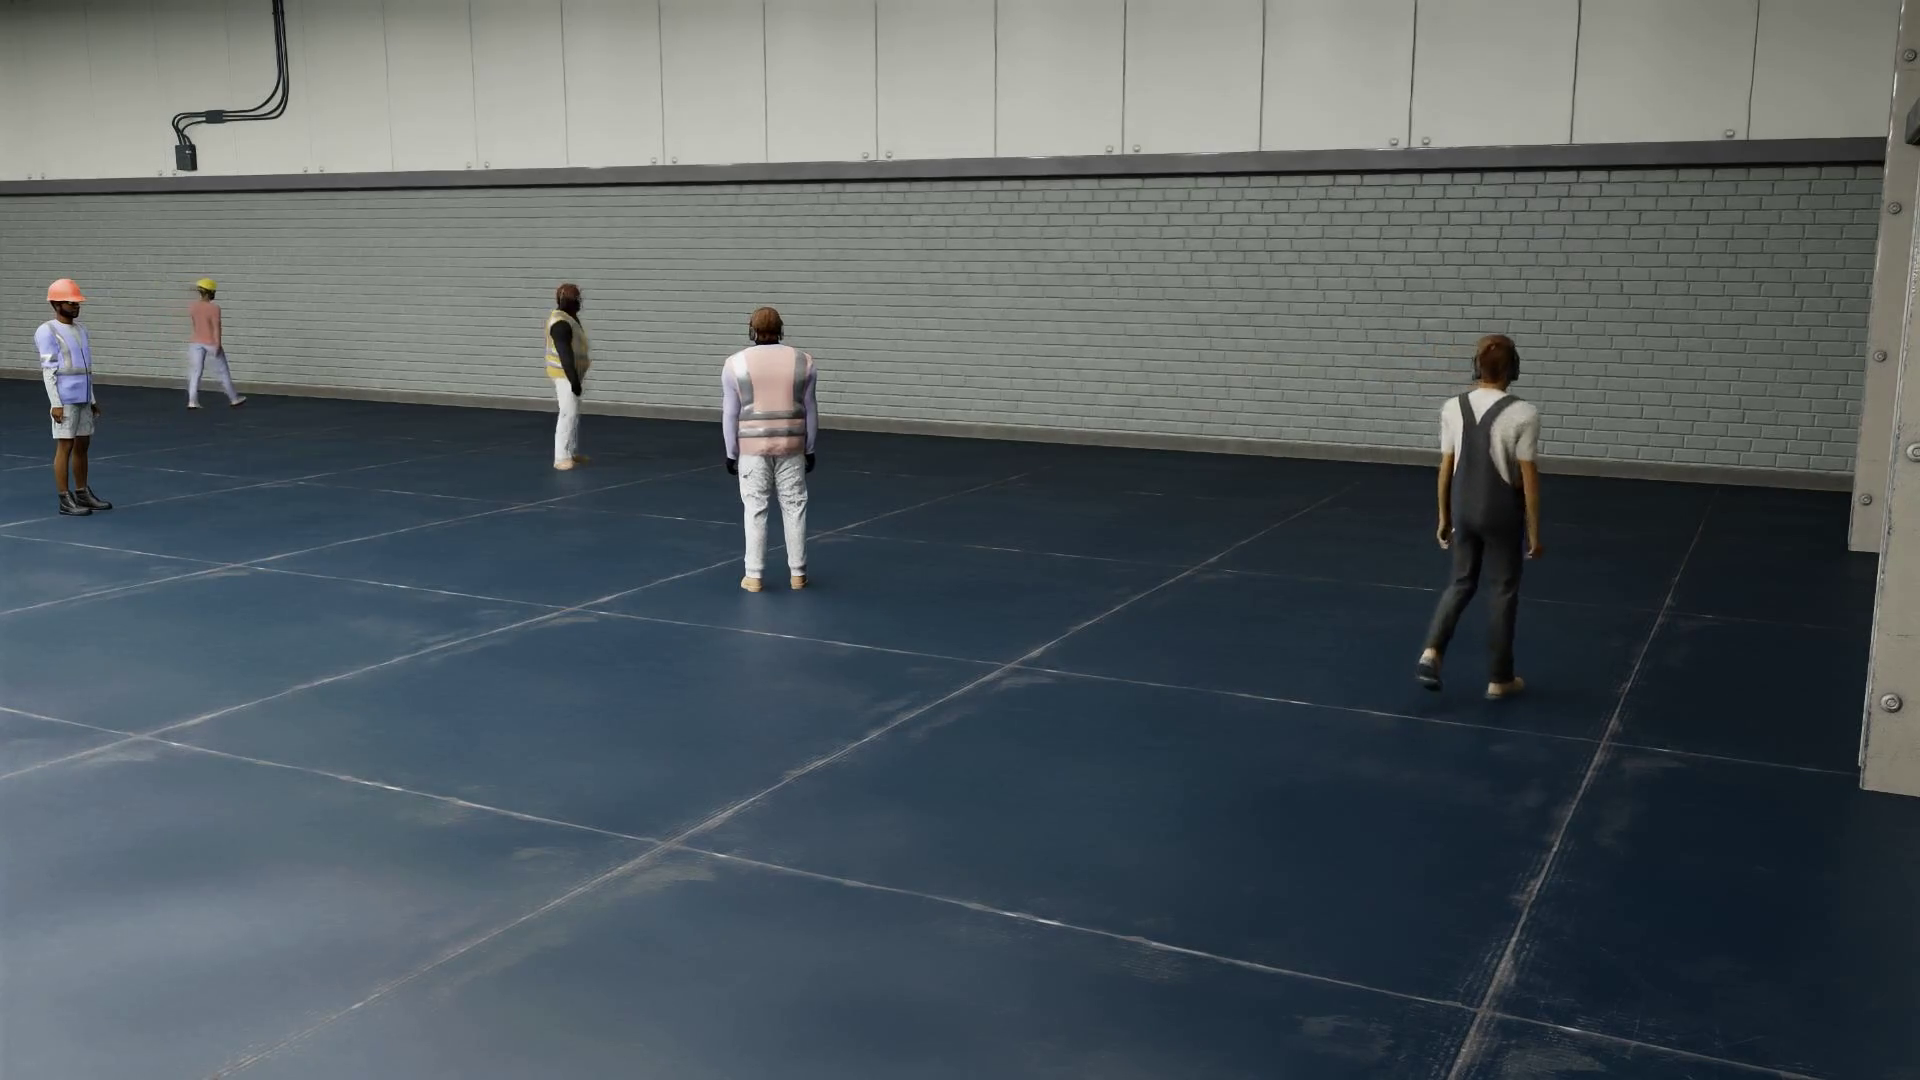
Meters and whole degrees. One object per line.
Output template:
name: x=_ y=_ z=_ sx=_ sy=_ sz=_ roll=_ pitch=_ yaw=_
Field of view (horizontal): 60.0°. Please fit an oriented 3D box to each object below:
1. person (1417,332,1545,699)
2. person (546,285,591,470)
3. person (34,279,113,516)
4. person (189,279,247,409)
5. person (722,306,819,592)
person: x=2.582 y=-0.095 z=8.126 sx=0.647 sy=1.831 sz=0.534 roll=-9 pitch=14 yaw=-42
person: x=-3.864 y=-1.611 z=16.473 sx=0.431 sy=1.815 sz=0.674 roll=-1 pitch=10 yaw=-7
person: x=-7.313 y=-1.173 z=13.723 sx=0.354 sy=1.939 sz=0.544 roll=1 pitch=10 yaw=6
person: x=-9.989 y=-2.609 z=22.154 sx=0.534 sy=1.720 sz=0.877 roll=3 pitch=11 yaw=14
person: x=-1.227 y=-0.581 z=10.757 sx=0.625 sy=1.845 sz=0.429 roll=-3 pitch=11 yaw=-15
